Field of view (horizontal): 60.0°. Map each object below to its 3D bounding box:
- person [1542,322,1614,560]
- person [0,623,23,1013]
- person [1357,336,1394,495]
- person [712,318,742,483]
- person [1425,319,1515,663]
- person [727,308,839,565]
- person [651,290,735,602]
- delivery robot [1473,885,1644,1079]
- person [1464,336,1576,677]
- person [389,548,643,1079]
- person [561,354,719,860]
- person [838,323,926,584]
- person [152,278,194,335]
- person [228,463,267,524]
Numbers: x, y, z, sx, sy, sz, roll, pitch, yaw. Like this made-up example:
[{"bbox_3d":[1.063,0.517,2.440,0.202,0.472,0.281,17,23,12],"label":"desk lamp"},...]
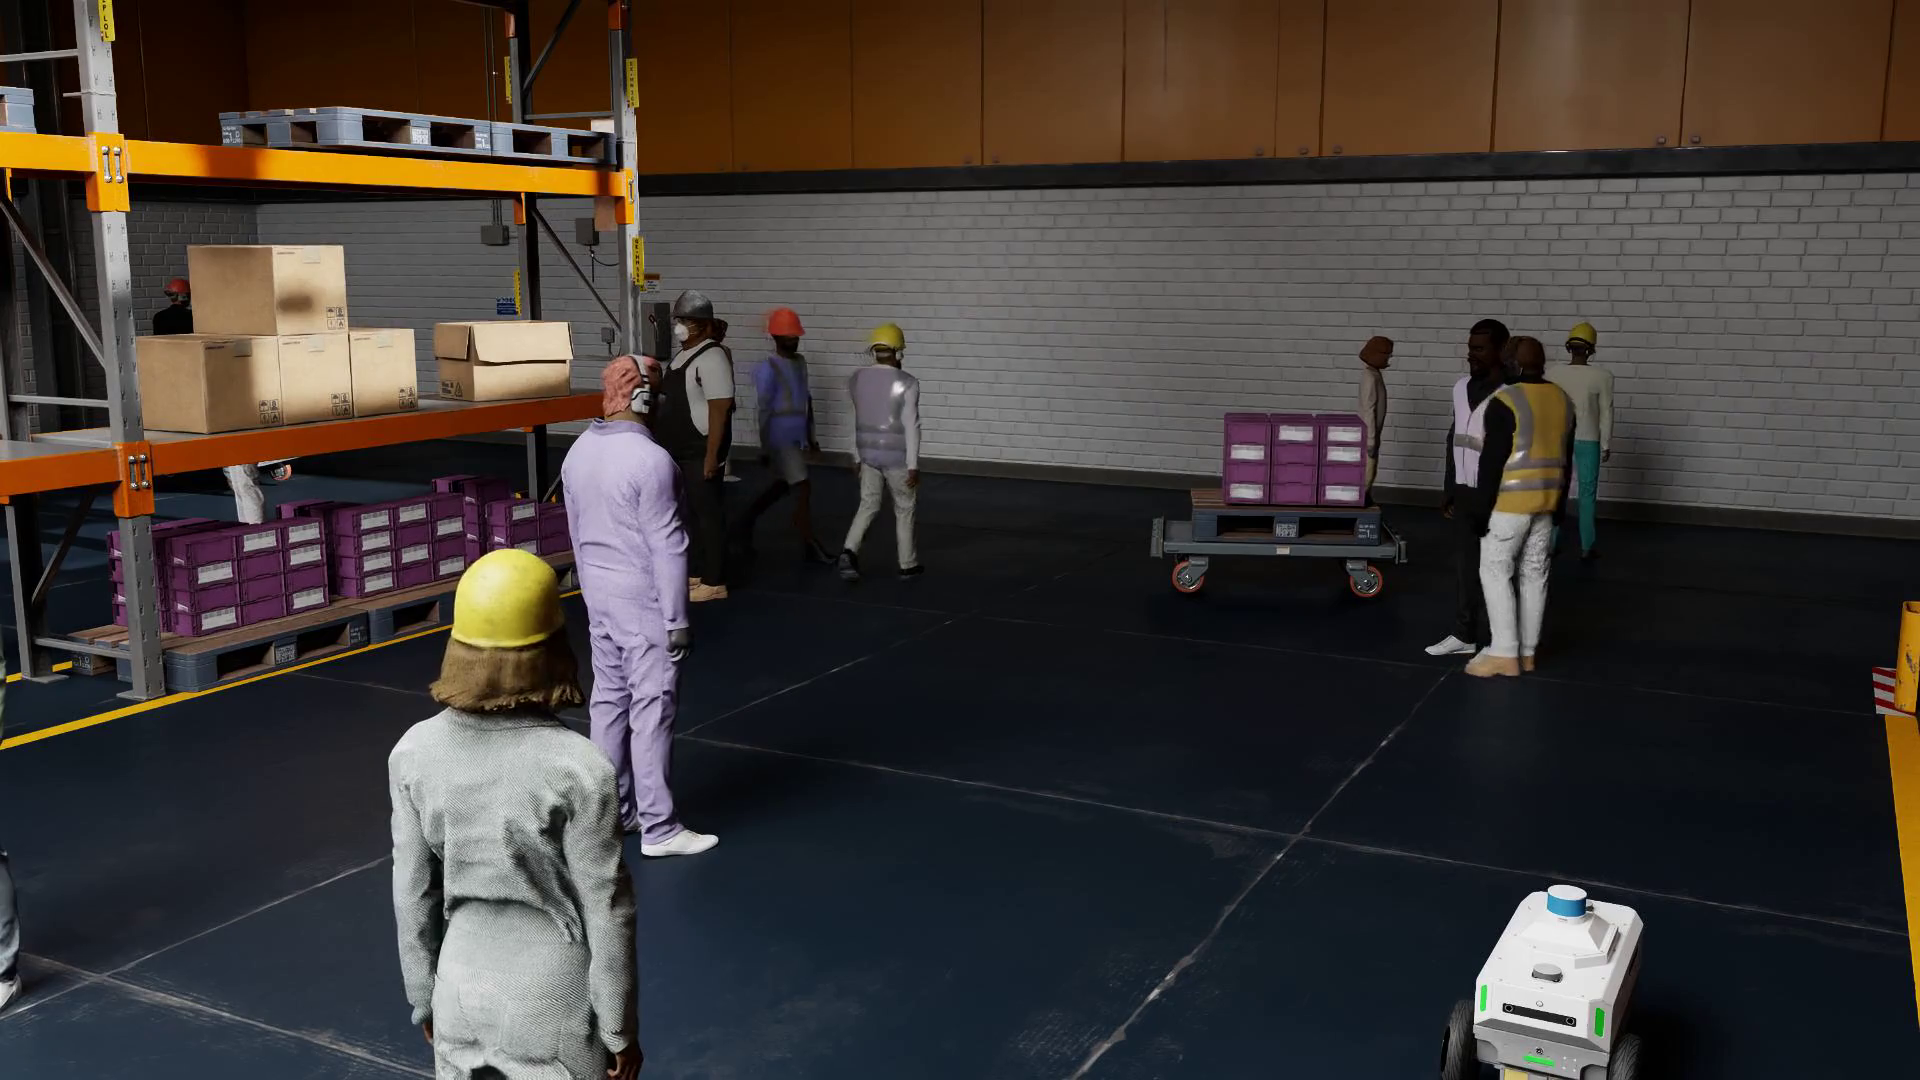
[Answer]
[{"bbox_3d":[4.590,-0.733,12.413,0.527,1.767,0.331,6,11,30],"label":"person"},{"bbox_3d":[-3.047,0.626,4.928,0.501,1.633,0.279,2,10,14],"label":"person"},{"bbox_3d":[3.298,-0.821,13.341,0.289,1.623,0.507,3,10,19],"label":"person"},{"bbox_3d":[-2.428,-1.387,16.565,0.514,1.639,0.310,8,13,39],"label":"person"},{"bbox_3d":[2.922,-0.262,9.250,0.392,1.919,0.591,-5,11,-26],"label":"person"},{"bbox_3d":[-1.341,-0.759,12.237,0.923,1.897,0.577,4,10,20],"label":"person"},{"bbox_3d":[-1.782,-0.623,10.982,0.539,2.000,0.689,-5,11,-28],"label":"person"},{"bbox_3d":[1.643,1.186,4.537,0.477,0.478,0.707,5,11,28],"label":"delivery robot"},{"bbox_3d":[3.064,-0.180,9.022,0.736,1.845,0.434,-6,11,-30],"label":"person"},{"bbox_3d":[-0.817,0.877,3.151,0.493,1.744,0.297,3,10,19],"label":"person"},{"bbox_3d":[-1.211,0.252,6.313,0.642,1.906,0.410,10,14,44],"label":"person"},{"bbox_3d":[-0.533,-0.585,11.454,0.600,1.810,0.750,5,11,29],"label":"person"},{"bbox_3d":[-8.797,-1.955,18.836,0.612,1.991,0.392,1,10,8],"label":"person"},{"bbox_3d":[-5.254,-0.740,12.115,0.348,1.882,0.584,-7,12,-33],"label":"person"}]
